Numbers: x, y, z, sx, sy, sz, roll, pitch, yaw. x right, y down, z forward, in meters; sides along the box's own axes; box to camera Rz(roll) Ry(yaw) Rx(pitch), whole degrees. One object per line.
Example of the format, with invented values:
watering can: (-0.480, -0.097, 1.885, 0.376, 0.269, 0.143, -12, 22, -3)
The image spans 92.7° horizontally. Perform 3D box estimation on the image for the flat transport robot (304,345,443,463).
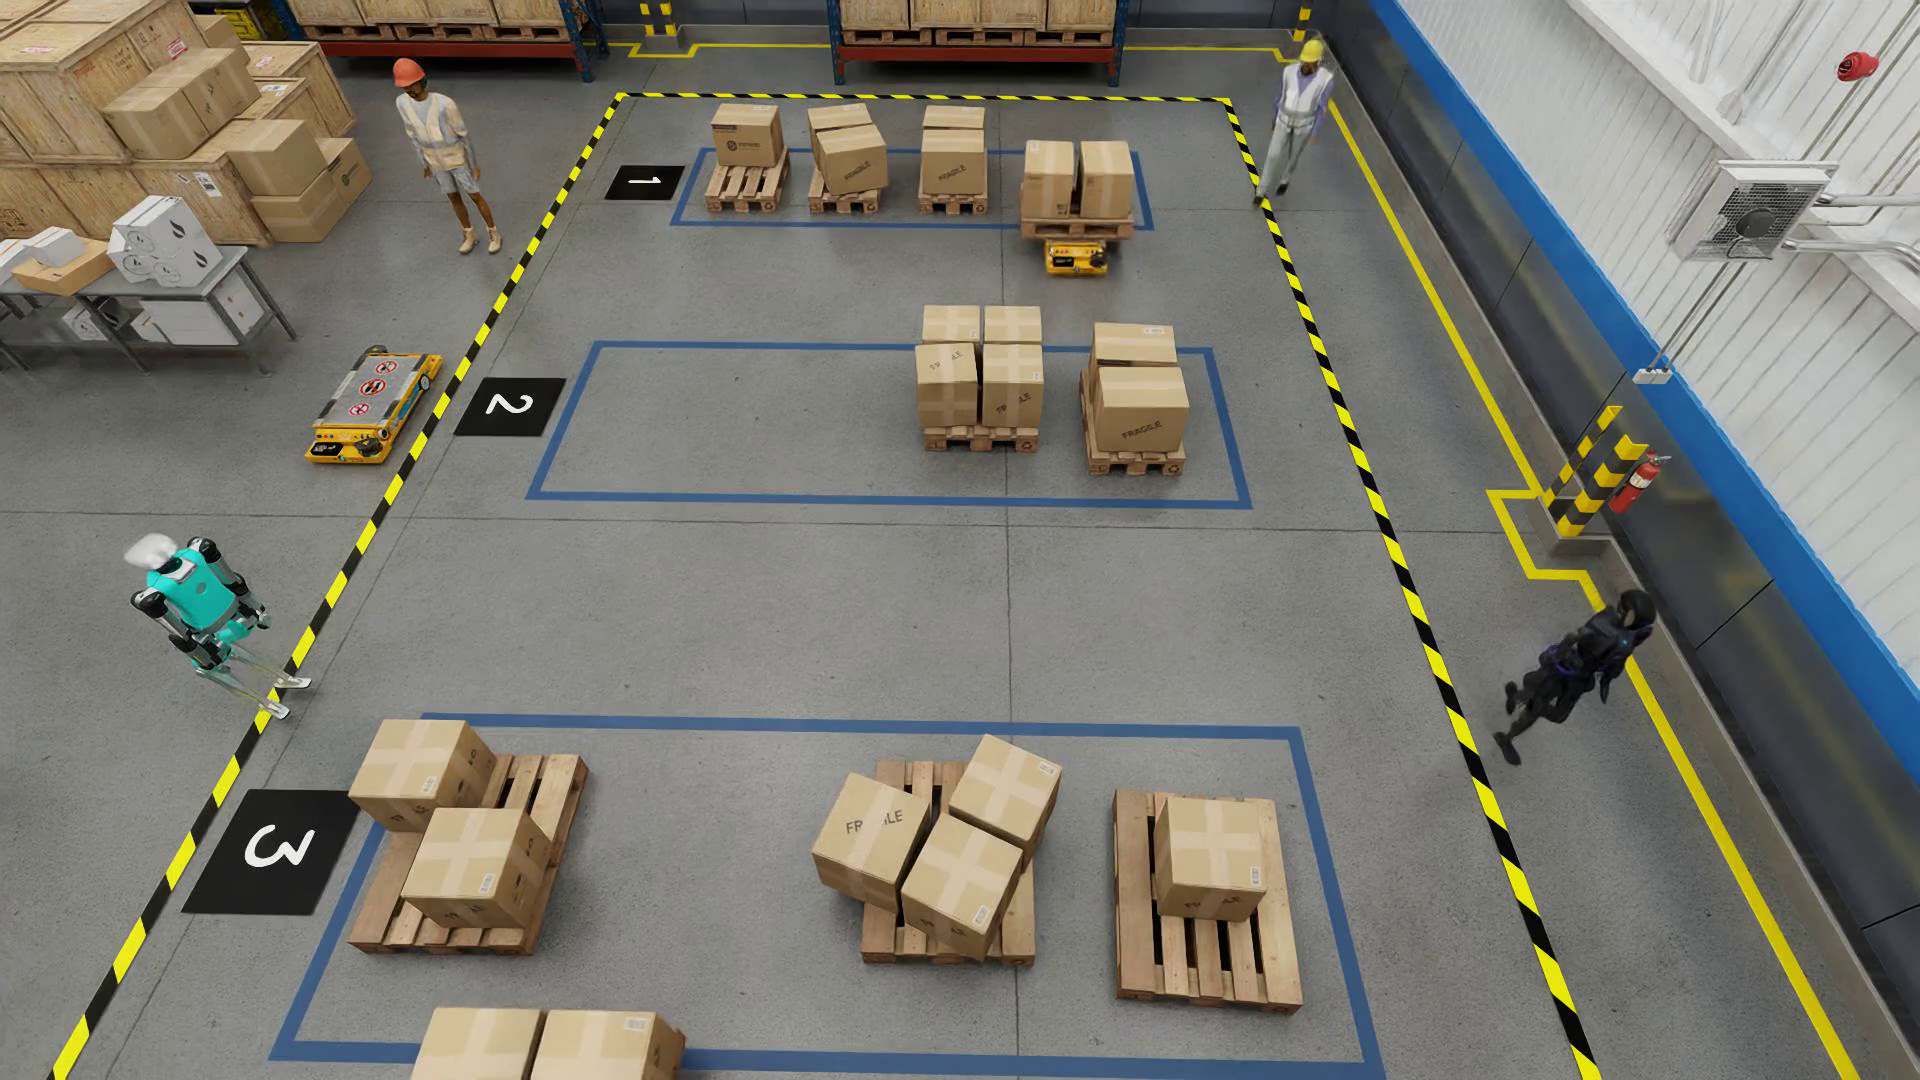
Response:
flat transport robot: (-5.383, -1.269, 8.441, 0.659, 0.231, 1.431, 1, 50, 1)

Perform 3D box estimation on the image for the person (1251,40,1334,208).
person: (3.734, -4.623, 10.282, 0.596, 1.789, 0.913, 20, 53, 16)

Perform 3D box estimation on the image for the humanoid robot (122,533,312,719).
humanoid robot: (-4.843, 0.541, 5.859, 0.735, 1.677, 0.533, 10, 50, 8)

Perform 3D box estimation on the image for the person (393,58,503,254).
person: (-5.336, -3.945, 9.543, 0.605, 2.045, 0.375, 1, 50, 1)

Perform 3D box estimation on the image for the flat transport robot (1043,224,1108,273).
flat transport robot: (1.271, -3.484, 10.297, 0.652, 0.197, 1.431, 1, 50, 1)

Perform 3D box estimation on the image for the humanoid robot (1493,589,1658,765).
humanoid robot: (3.783, 0.807, 5.762, 0.586, 1.640, 0.489, -7, 50, -6)
